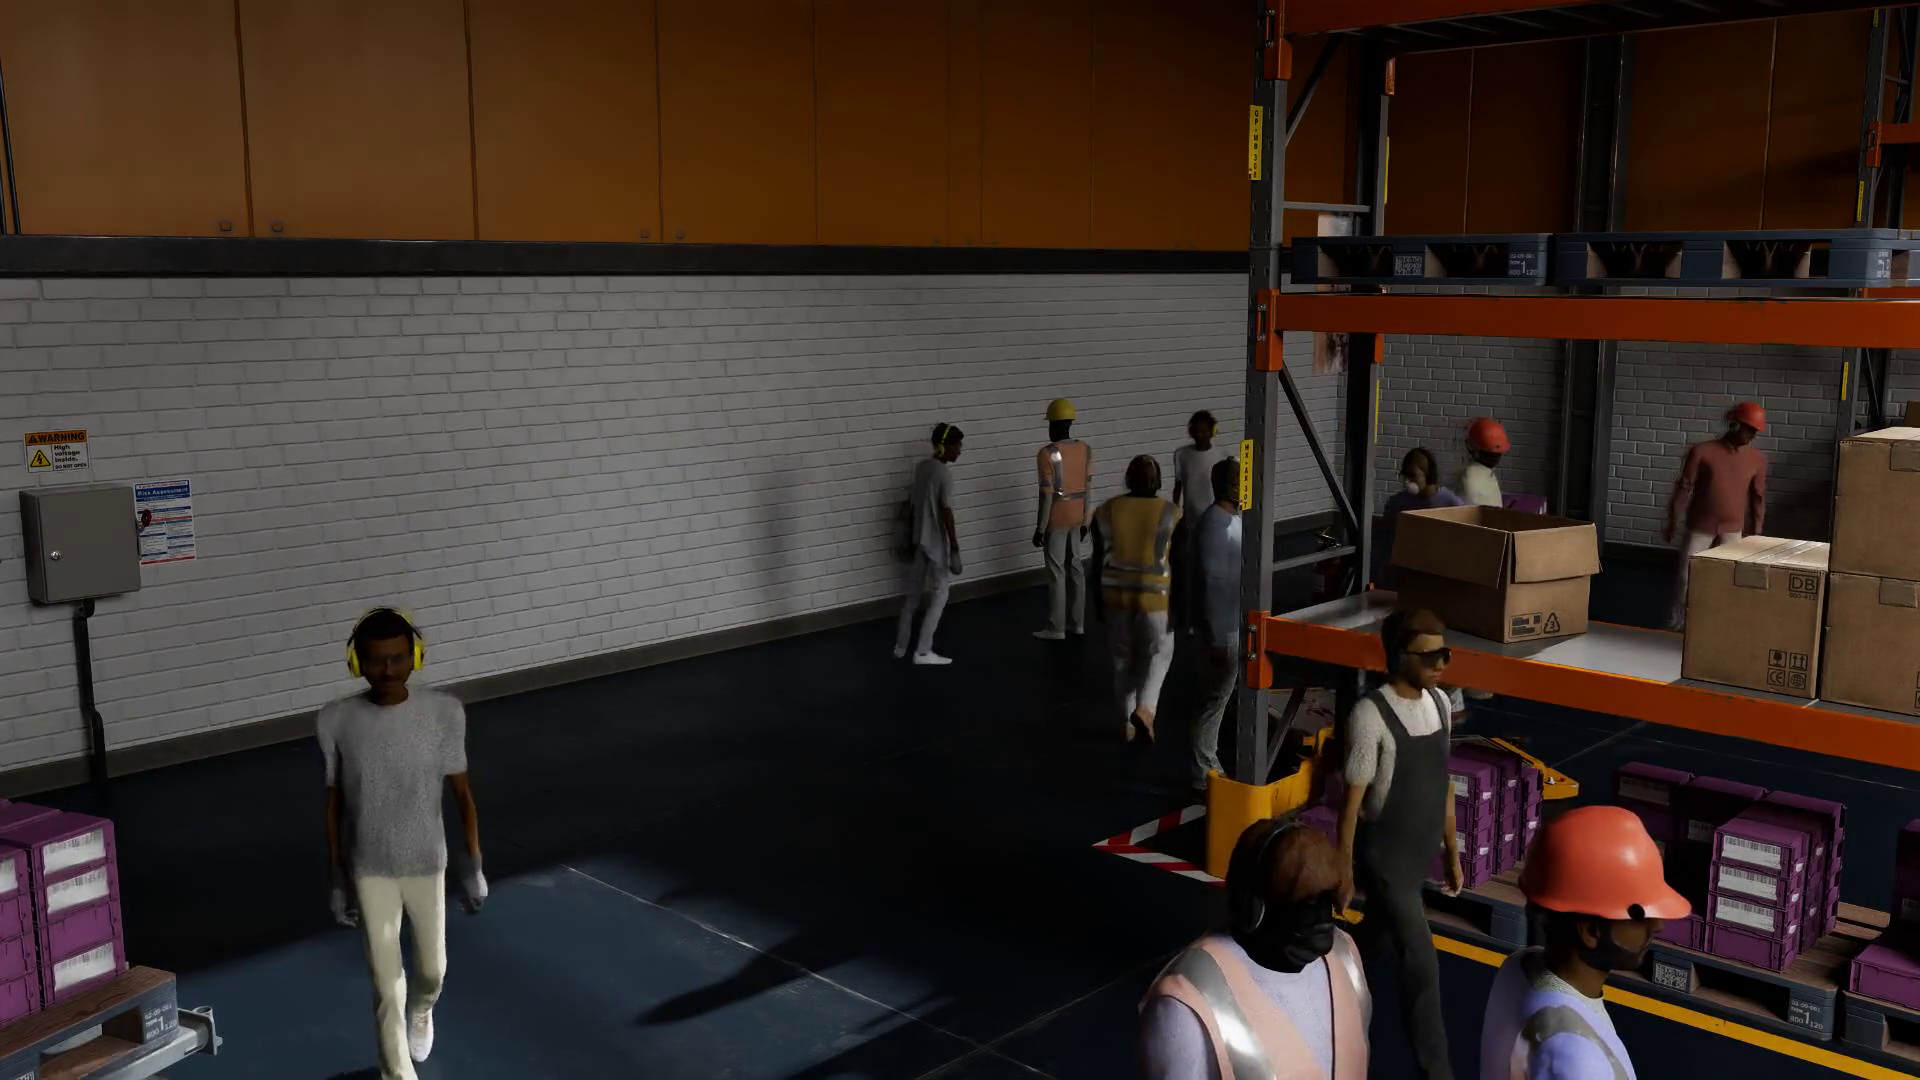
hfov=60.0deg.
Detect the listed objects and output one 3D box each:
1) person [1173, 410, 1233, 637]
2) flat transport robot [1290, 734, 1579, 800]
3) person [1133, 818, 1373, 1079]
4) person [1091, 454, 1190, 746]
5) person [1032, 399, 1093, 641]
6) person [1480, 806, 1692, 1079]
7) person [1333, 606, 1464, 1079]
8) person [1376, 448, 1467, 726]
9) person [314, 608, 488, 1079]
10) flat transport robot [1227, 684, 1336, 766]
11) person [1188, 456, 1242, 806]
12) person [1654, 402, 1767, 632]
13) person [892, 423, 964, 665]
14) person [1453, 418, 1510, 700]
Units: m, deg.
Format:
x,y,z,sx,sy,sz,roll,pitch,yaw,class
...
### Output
x,y,z,sx,sy,sz,roll,pitch,yaw,class
2.014,-0.179,13.672,0.492,1.831,0.927,5,10,26,person
2.659,1.298,9.367,1.431,0.197,0.652,-2,9,-11,flat transport robot
0.644,1.472,3.505,0.634,1.839,0.429,-8,12,-41,person
1.090,0.387,10.227,0.625,1.822,0.620,3,10,18,person
0.798,-0.159,13.233,0.594,1.925,0.369,-9,13,-44,person
1.196,1.458,3.287,0.359,1.938,0.545,1,9,6,person
1.514,1.104,5.882,0.522,1.808,0.945,-8,12,-40,person
2.913,0.351,10.332,1.047,1.872,0.660,-6,11,-34,person
-1.930,1.107,5.774,0.529,1.838,0.878,-4,10,-22,person
2.211,1.142,10.321,0.652,0.197,1.431,-2,9,-10,flat transport robot
1.439,0.497,9.179,0.352,1.937,0.635,2,10,13,person
5.848,-0.115,12.926,0.682,1.944,0.706,1,9,4,person
-0.248,0.030,12.395,0.384,1.824,0.721,-6,11,-35,person
3.515,0.144,11.259,0.467,1.957,0.622,6,11,32,person
